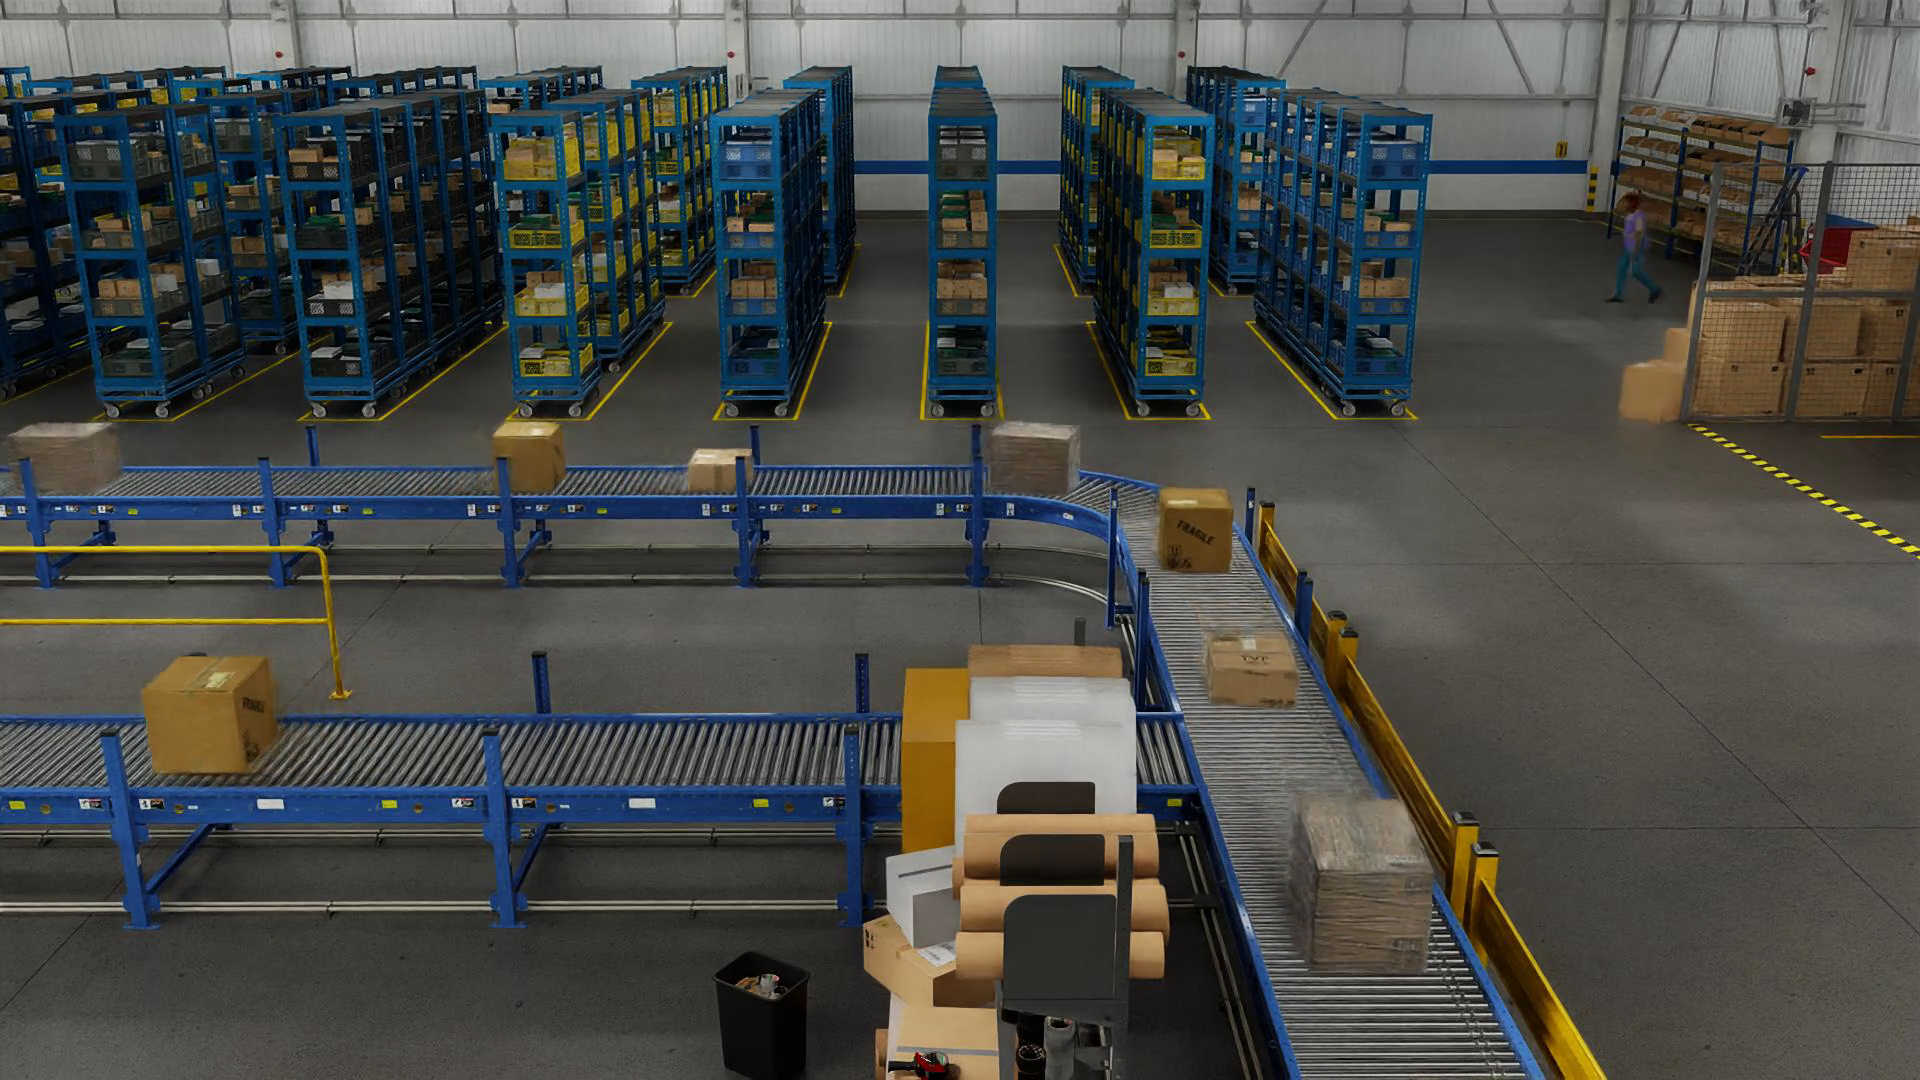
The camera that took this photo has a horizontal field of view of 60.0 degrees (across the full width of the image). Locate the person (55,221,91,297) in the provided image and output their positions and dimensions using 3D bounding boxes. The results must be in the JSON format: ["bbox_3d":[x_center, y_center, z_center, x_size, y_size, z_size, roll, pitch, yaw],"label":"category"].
[{"bbox_3d":[-13.890,-4.439,26.164,0.400,1.944,0.618,10,20,28],"label":"person"}]

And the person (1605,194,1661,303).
[{"bbox_3d":[11.242,-4.820,27.550,0.780,1.815,0.581,0,18,-1],"label":"person"}]
